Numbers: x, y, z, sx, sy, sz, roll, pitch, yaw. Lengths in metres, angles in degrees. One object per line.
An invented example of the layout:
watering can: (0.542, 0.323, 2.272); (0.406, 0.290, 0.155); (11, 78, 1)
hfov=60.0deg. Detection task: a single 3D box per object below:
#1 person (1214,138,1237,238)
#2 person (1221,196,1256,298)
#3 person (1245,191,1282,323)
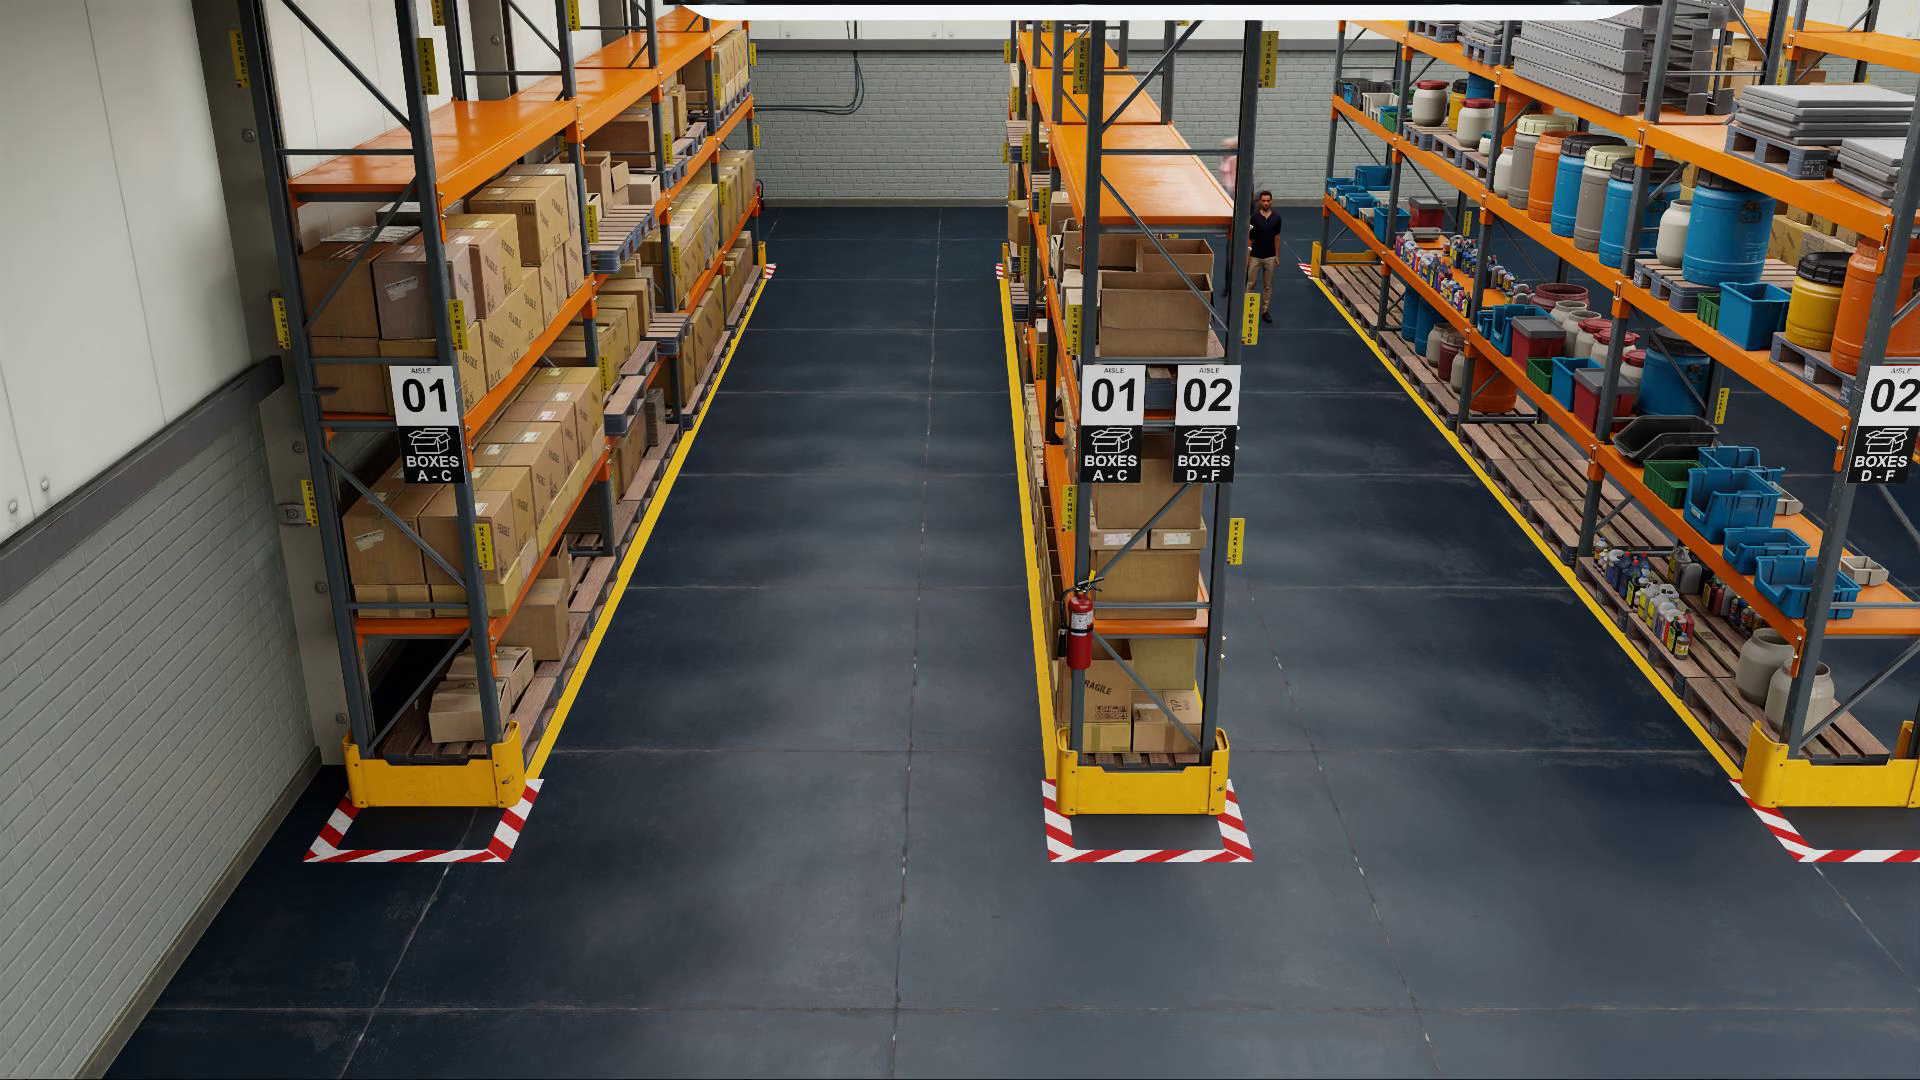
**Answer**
person: (4.686, -6.133, 28.944); (0.870, 1.698, 0.895); (-8, 24, -19)
person: (4.249, -4.531, 25.056); (0.911, 1.677, 1.260); (9, 24, 21)
person: (4.283, -4.027, 23.582); (0.623, 1.859, 0.503); (0, 22, 0)
